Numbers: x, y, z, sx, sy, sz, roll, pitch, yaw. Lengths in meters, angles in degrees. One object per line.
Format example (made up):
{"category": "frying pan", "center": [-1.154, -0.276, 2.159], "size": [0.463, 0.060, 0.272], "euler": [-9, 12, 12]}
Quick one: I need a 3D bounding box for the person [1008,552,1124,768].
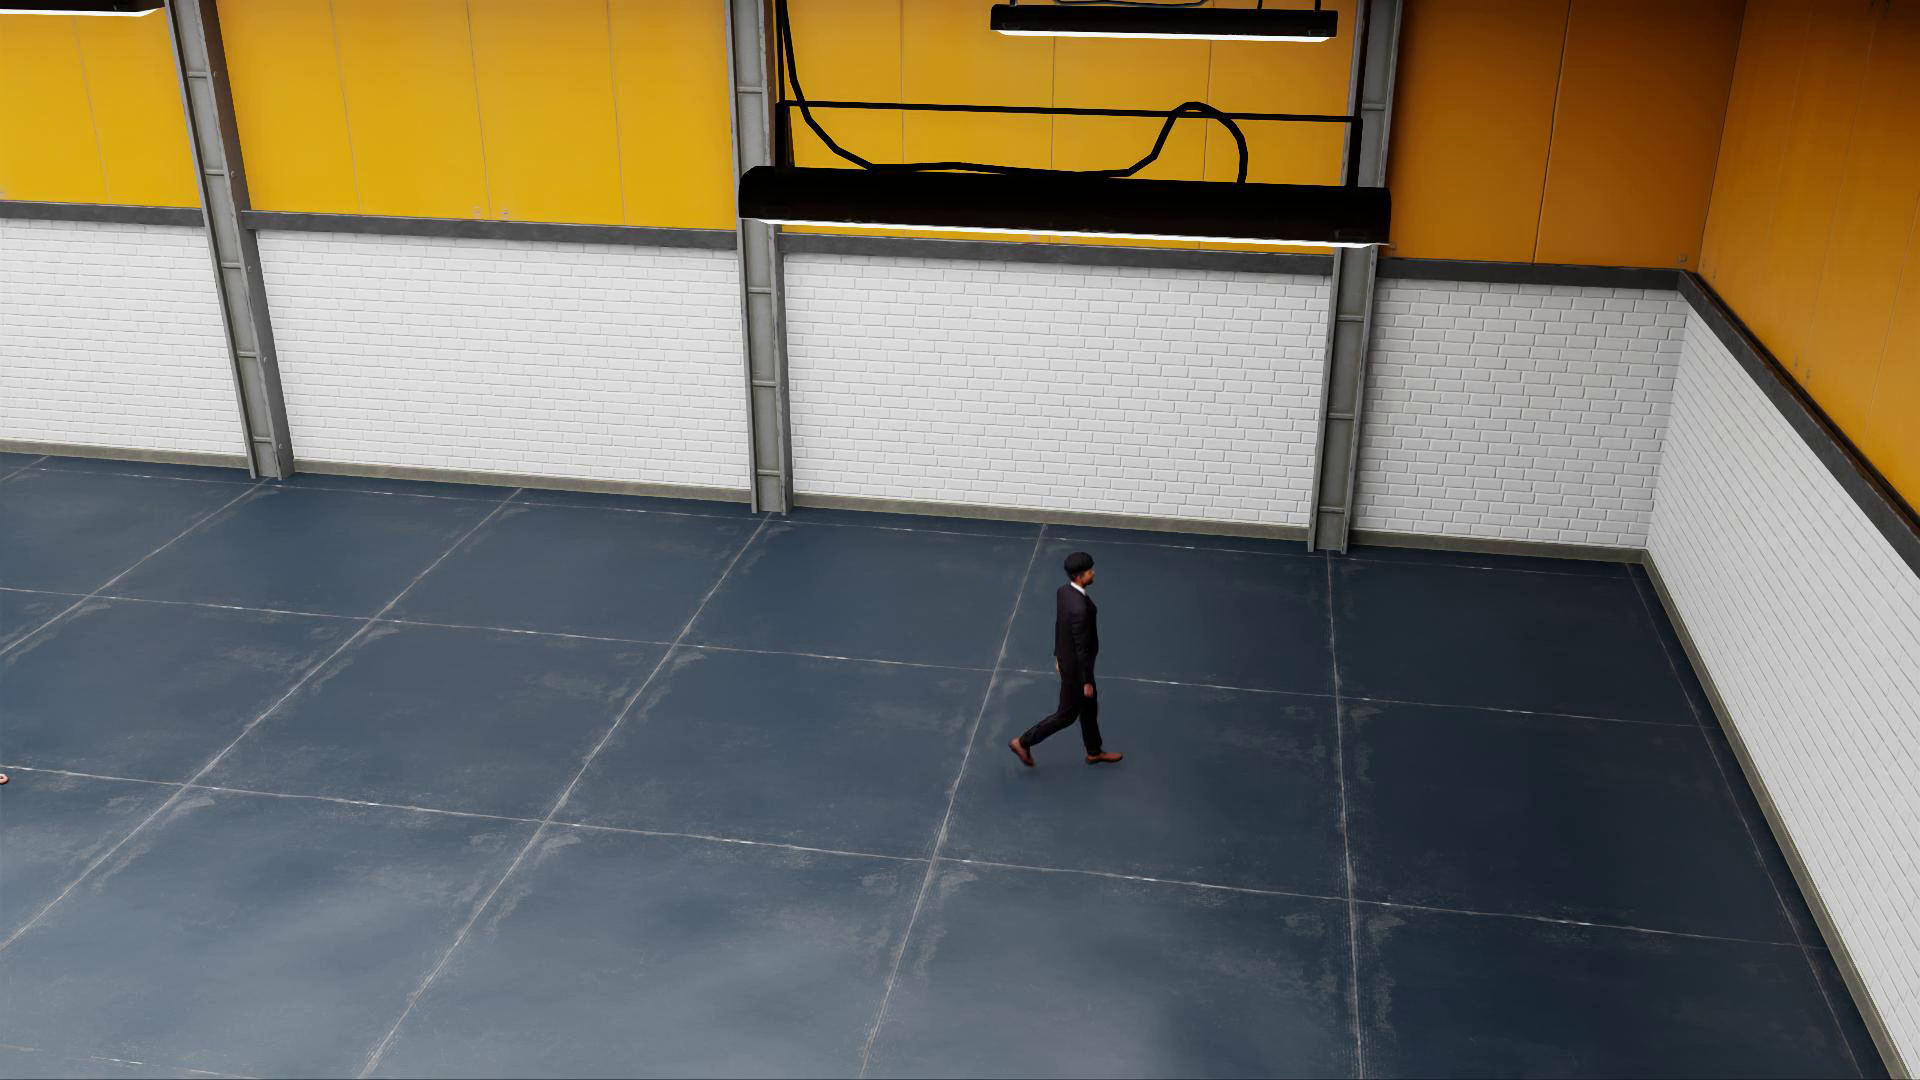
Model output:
{"category": "person", "center": [0.815, 0.984, 12.996], "size": [1.253, 1.857, 0.926], "euler": [-3, 24, -6]}
